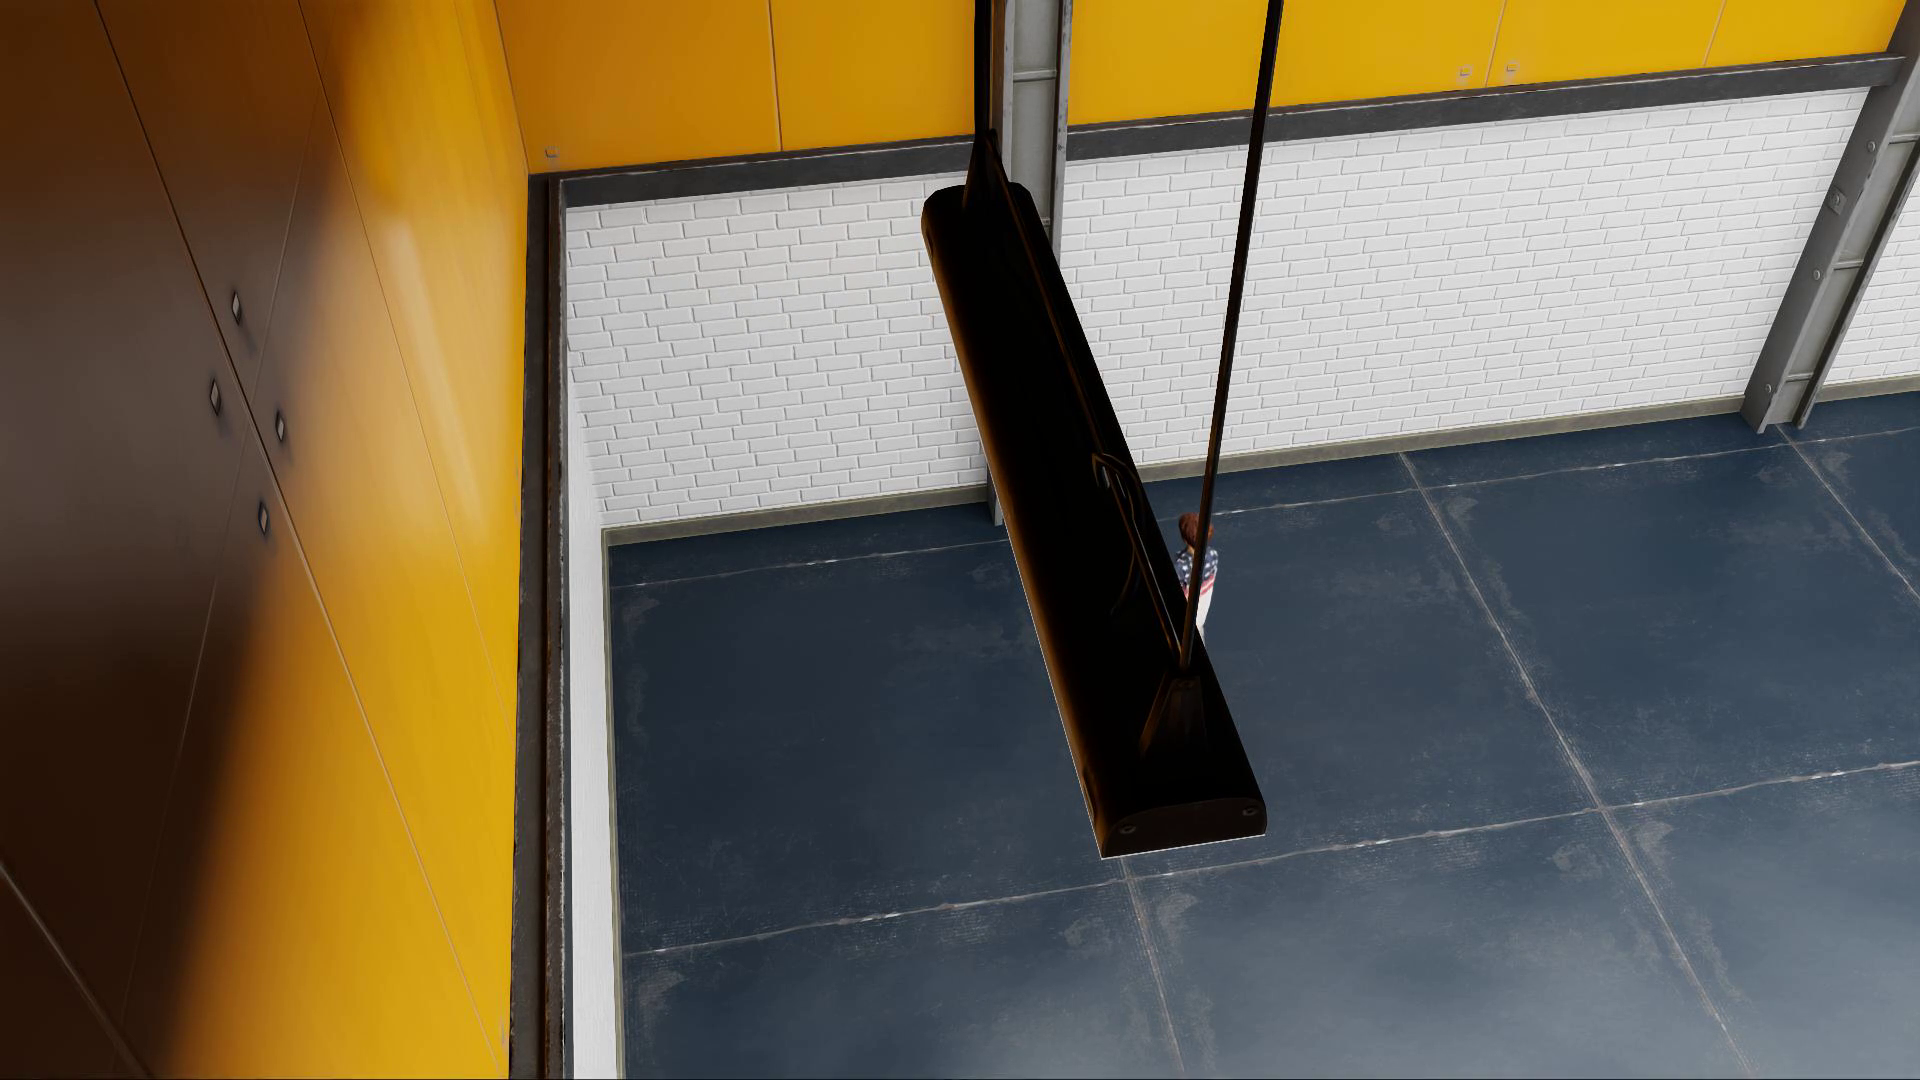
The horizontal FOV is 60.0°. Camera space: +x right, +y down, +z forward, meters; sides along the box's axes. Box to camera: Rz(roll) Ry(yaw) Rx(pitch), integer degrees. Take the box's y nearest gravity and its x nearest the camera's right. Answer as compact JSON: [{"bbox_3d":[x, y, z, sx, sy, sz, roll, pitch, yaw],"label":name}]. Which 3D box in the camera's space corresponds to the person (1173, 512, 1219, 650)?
[{"bbox_3d":[1.446,0.409,10.507,0.532,1.437,0.636,-26,49,-25],"label":"person"}]
